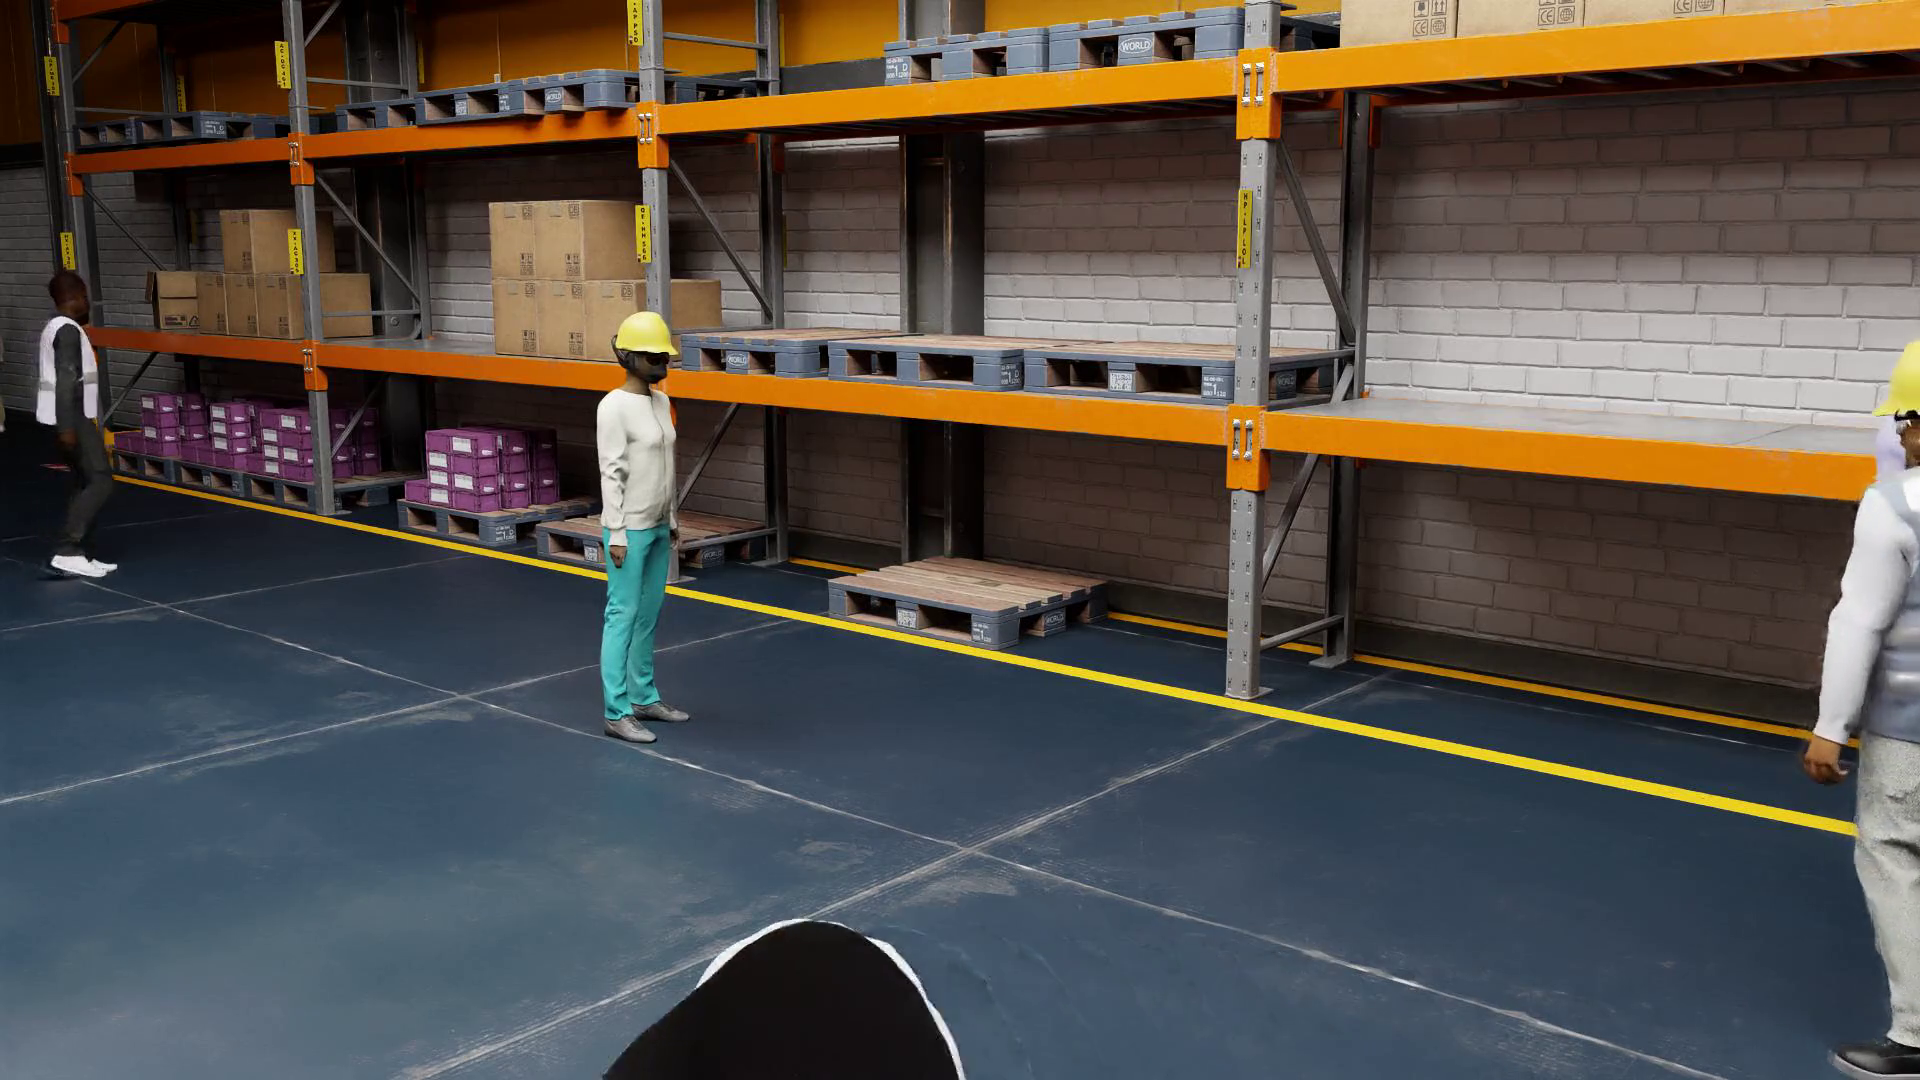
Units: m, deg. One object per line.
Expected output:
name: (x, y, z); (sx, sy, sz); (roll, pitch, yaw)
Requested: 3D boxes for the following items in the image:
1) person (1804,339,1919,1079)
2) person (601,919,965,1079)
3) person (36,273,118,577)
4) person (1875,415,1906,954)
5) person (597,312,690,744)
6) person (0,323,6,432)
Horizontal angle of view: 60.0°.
person: (2.383, 0.422, 4.040); (0.658, 1.813, 0.444); (-3, 10, -15)
person: (-0.287, 0.913, 0.950); (0.885, 1.906, 0.662); (2, 10, 10)
person: (-5.489, -0.704, 10.290); (0.392, 1.866, 0.685); (-7, 12, -34)
person: (2.811, 0.269, 4.540); (0.635, 1.936, 0.355); (5, 11, 28)
person: (-1.301, -0.057, 6.892); (0.330, 1.765, 0.533); (3, 10, 16)
person: (-10.725, -1.973, 18.174); (0.506, 1.632, 0.268); (-9, 13, -41)
